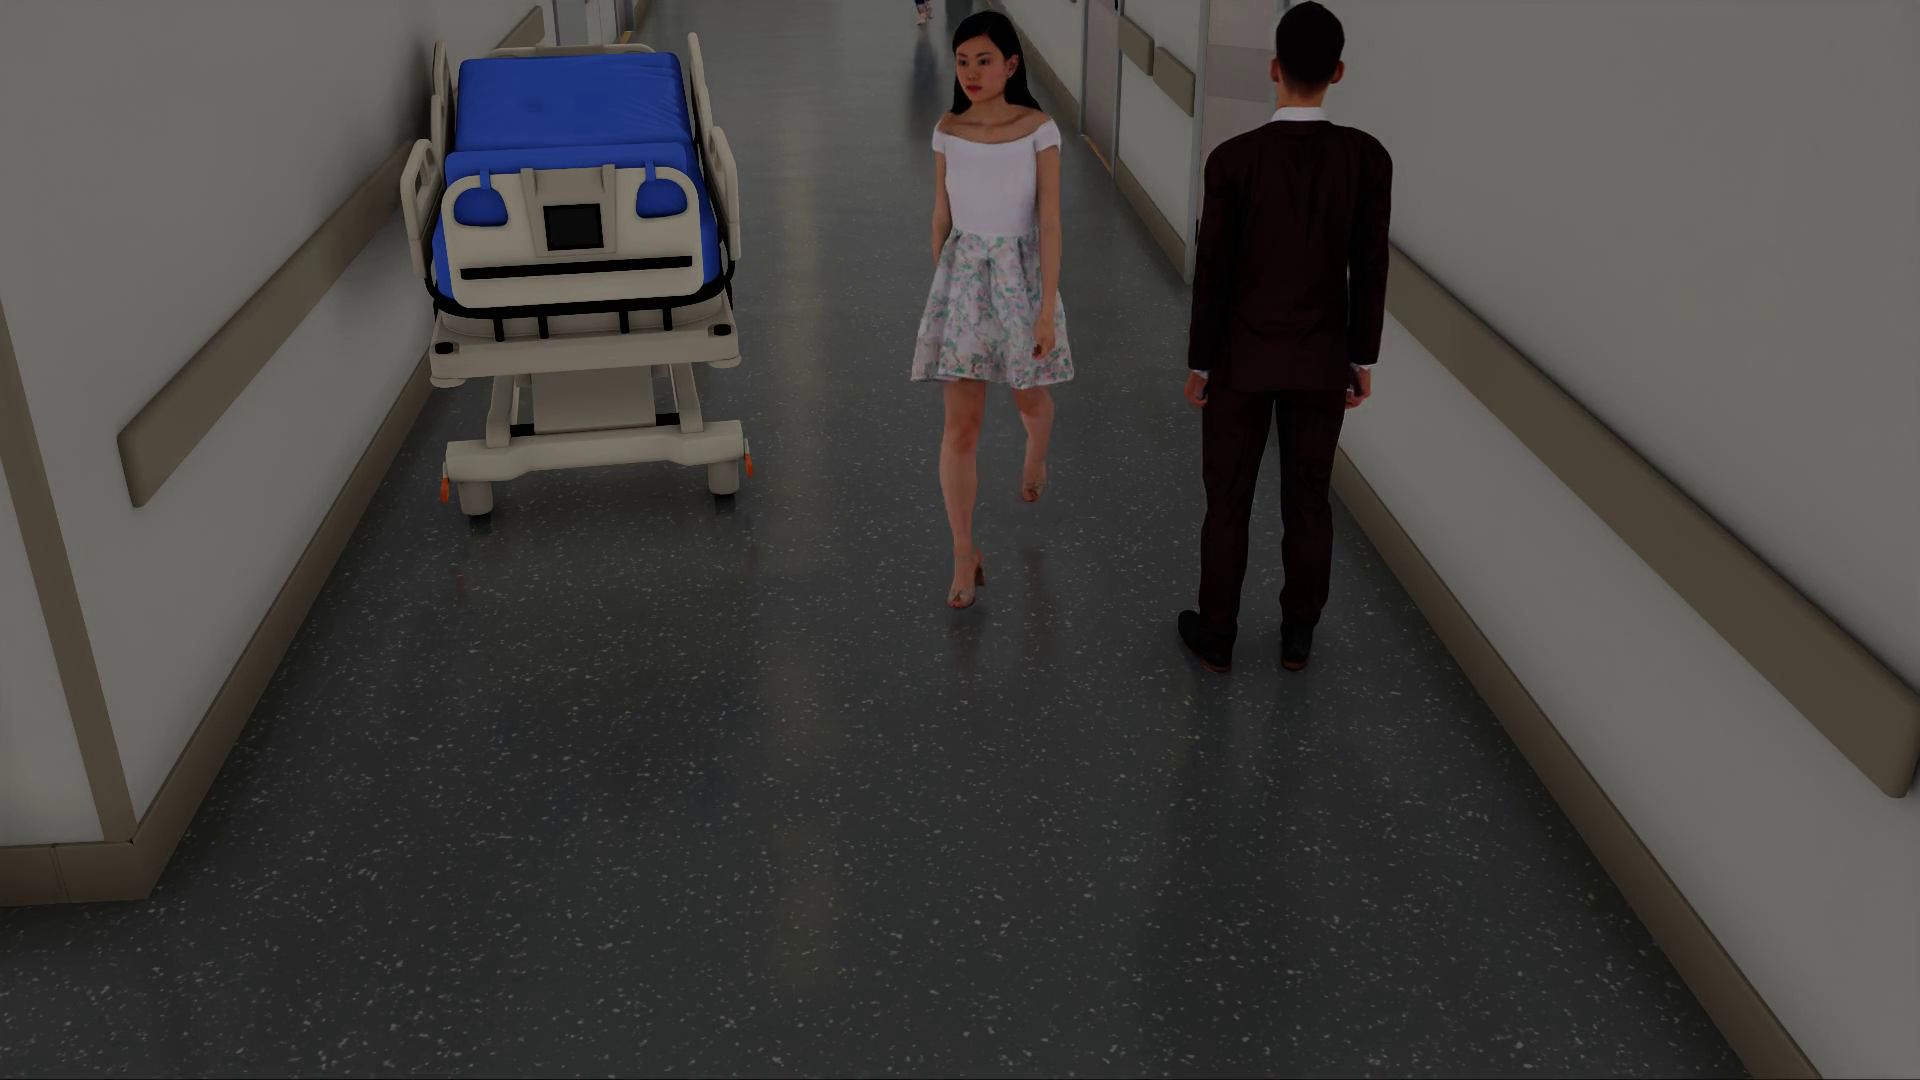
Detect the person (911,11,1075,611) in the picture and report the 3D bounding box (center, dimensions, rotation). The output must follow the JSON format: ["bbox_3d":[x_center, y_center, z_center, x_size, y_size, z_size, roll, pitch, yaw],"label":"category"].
[{"bbox_3d":[0.142,-0.709,5.131,1.143,1.737,0.909,5,26,11],"label":"person"}]

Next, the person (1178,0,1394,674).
[{"bbox_3d":[0.873,-0.498,4.548,0.520,1.865,0.742,-1,26,-3],"label":"person"}]
